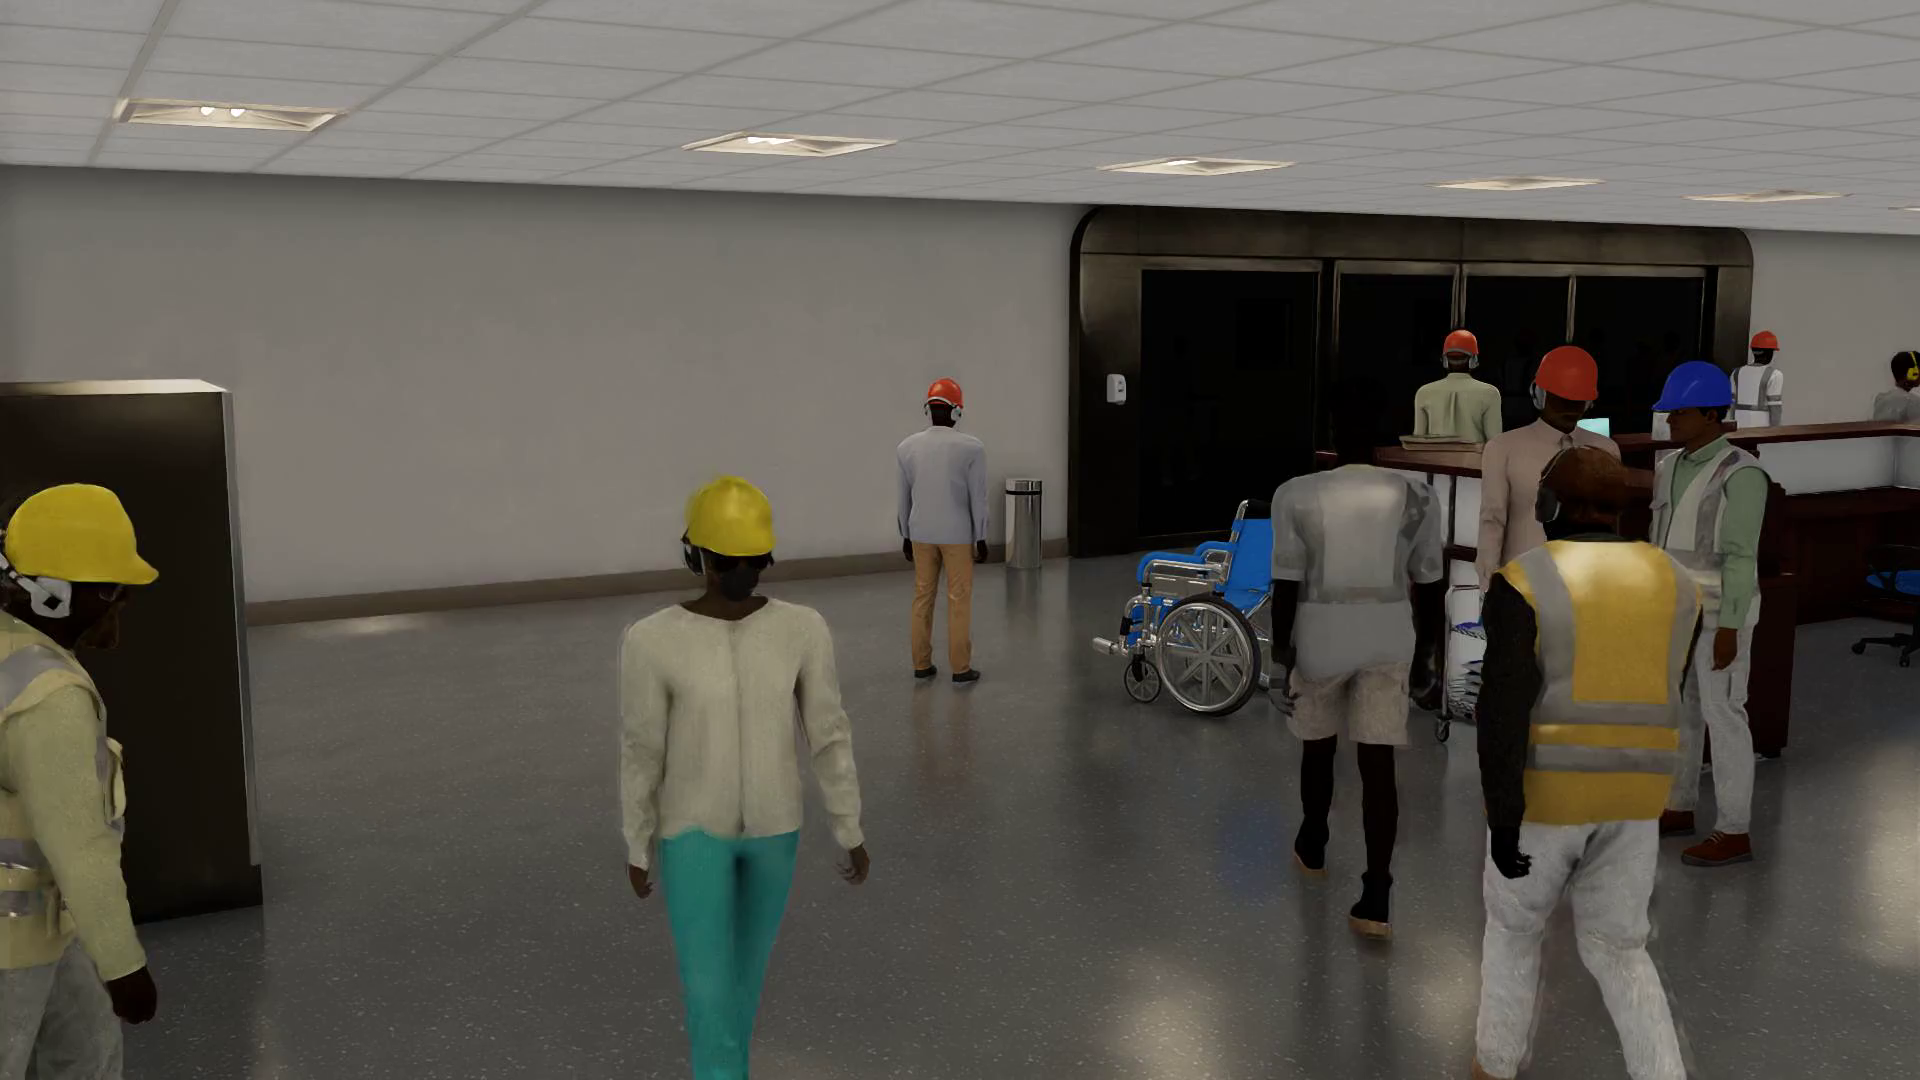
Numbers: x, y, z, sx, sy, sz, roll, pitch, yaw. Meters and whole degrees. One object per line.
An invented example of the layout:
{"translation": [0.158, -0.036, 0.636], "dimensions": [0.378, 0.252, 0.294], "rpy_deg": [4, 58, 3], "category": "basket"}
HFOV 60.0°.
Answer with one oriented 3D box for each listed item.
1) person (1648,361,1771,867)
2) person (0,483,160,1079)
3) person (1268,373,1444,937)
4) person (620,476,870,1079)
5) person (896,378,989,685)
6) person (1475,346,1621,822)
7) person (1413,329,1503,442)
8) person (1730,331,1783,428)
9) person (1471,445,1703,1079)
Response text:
{"translation": [2.855, 0.277, 6.464], "dimensions": [0.423, 1.939, 0.602], "rpy_deg": [-2, 8, -13], "category": "person"}
{"translation": [-1.916, 0.774, 3.443], "dimensions": [0.758, 1.773, 0.610], "rpy_deg": [-6, 10, -39], "category": "person"}
{"translation": [1.394, 0.371, 5.865], "dimensions": [0.624, 1.914, 1.025], "rpy_deg": [0, 8, 3], "category": "person"}
{"translation": [-0.493, 0.721, 3.948], "dimensions": [0.546, 1.731, 0.832], "rpy_deg": [-4, 9, -27], "category": "person"}
{"translation": [-0.085, -0.051, 9.510], "dimensions": [0.564, 1.743, 0.352], "rpy_deg": [4, 9, 25], "category": "person"}
{"translation": [2.414, 0.203, 6.806], "dimensions": [0.611, 1.985, 0.393], "rpy_deg": [-1, 8, -9], "category": "person"}
{"translation": [3.437, -0.451, 11.497], "dimensions": [0.608, 1.996, 0.375], "rpy_deg": [4, 9, 28], "category": "person"}
{"translation": [7.776, -1.068, 16.235], "dimensions": [0.392, 1.929, 0.546], "rpy_deg": [-4, 9, -27], "category": "person"}
{"translation": [1.598, 0.666, 4.190], "dimensions": [0.642, 1.795, 0.792], "rpy_deg": [-1, 8, -8], "category": "person"}
